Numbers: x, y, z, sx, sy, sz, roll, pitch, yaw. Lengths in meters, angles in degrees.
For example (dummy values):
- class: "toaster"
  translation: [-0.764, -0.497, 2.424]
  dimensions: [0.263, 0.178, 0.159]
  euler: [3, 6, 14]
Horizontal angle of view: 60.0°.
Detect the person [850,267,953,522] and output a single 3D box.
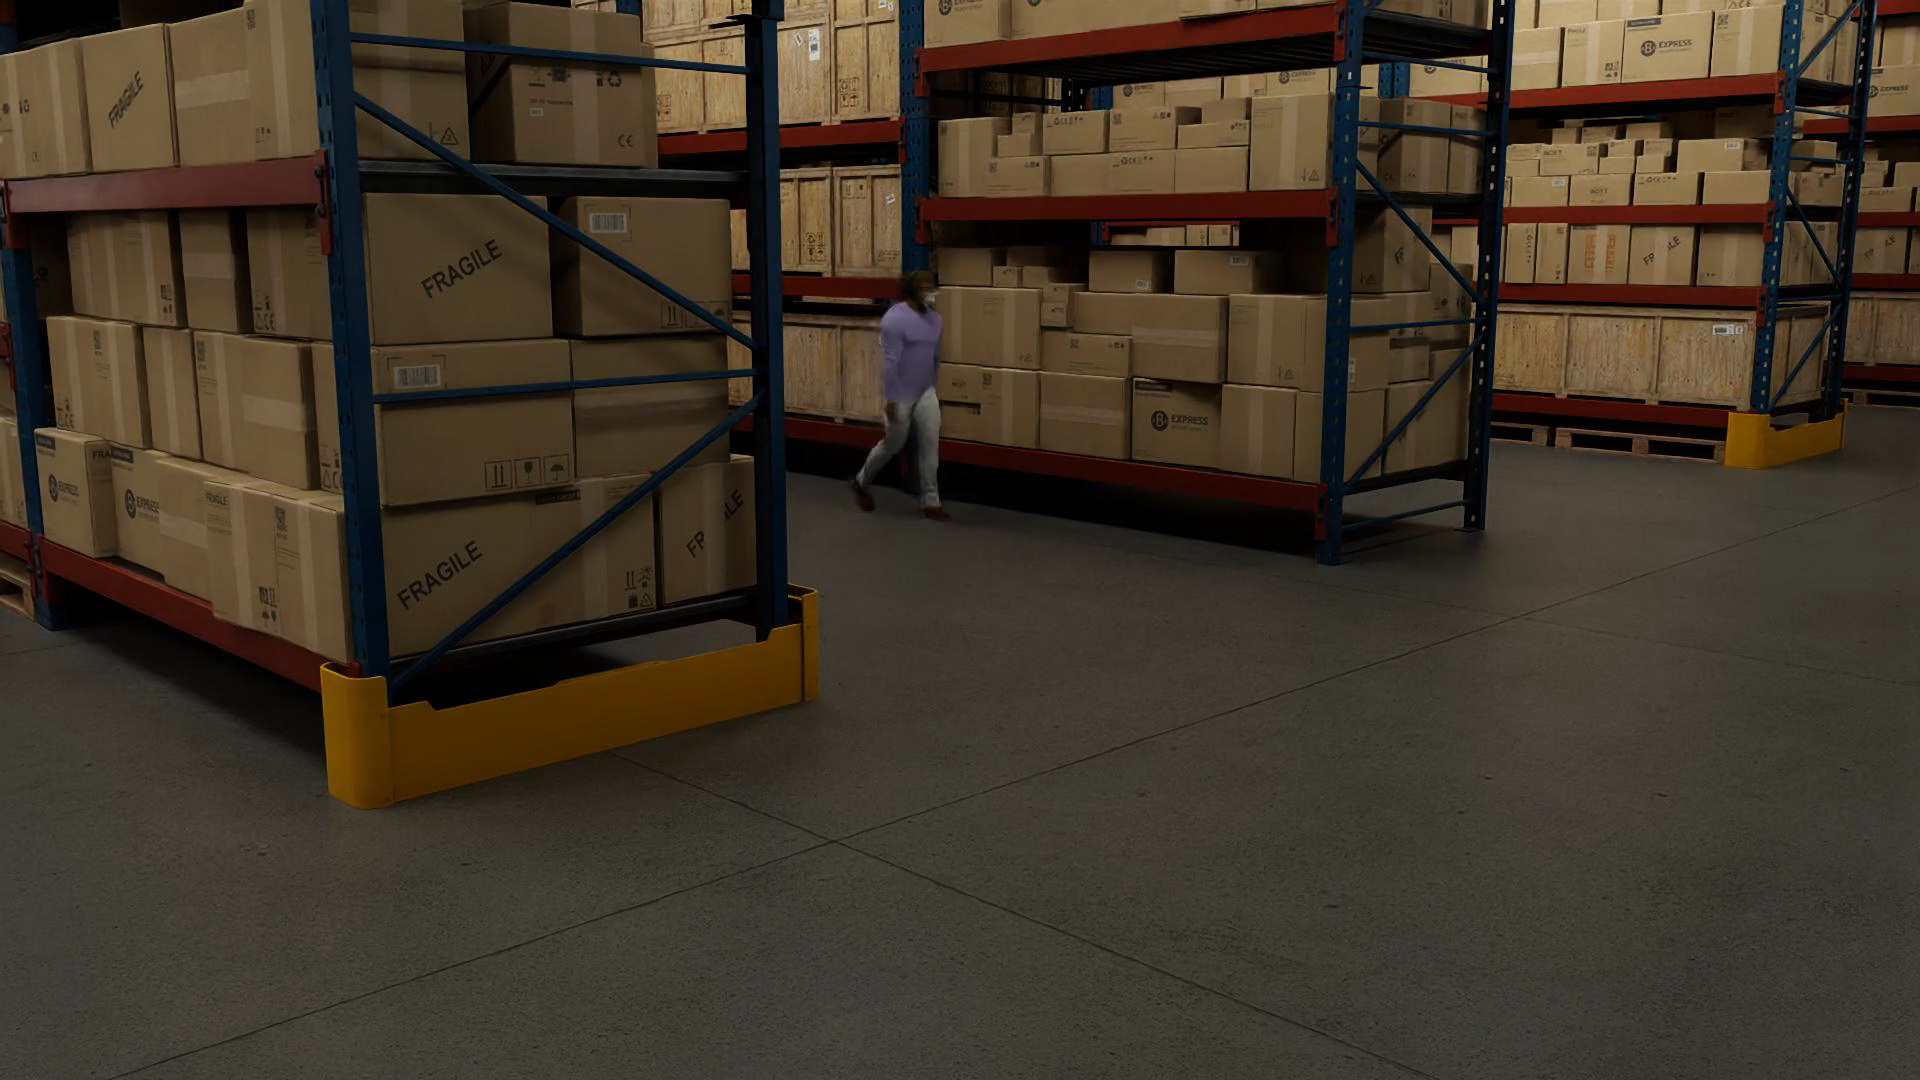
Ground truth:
- class: "person"
  translation: [-0.446, -1.101, 12.532]
  dimensions: [0.877, 1.910, 0.630]
  euler: [10, 14, 44]
